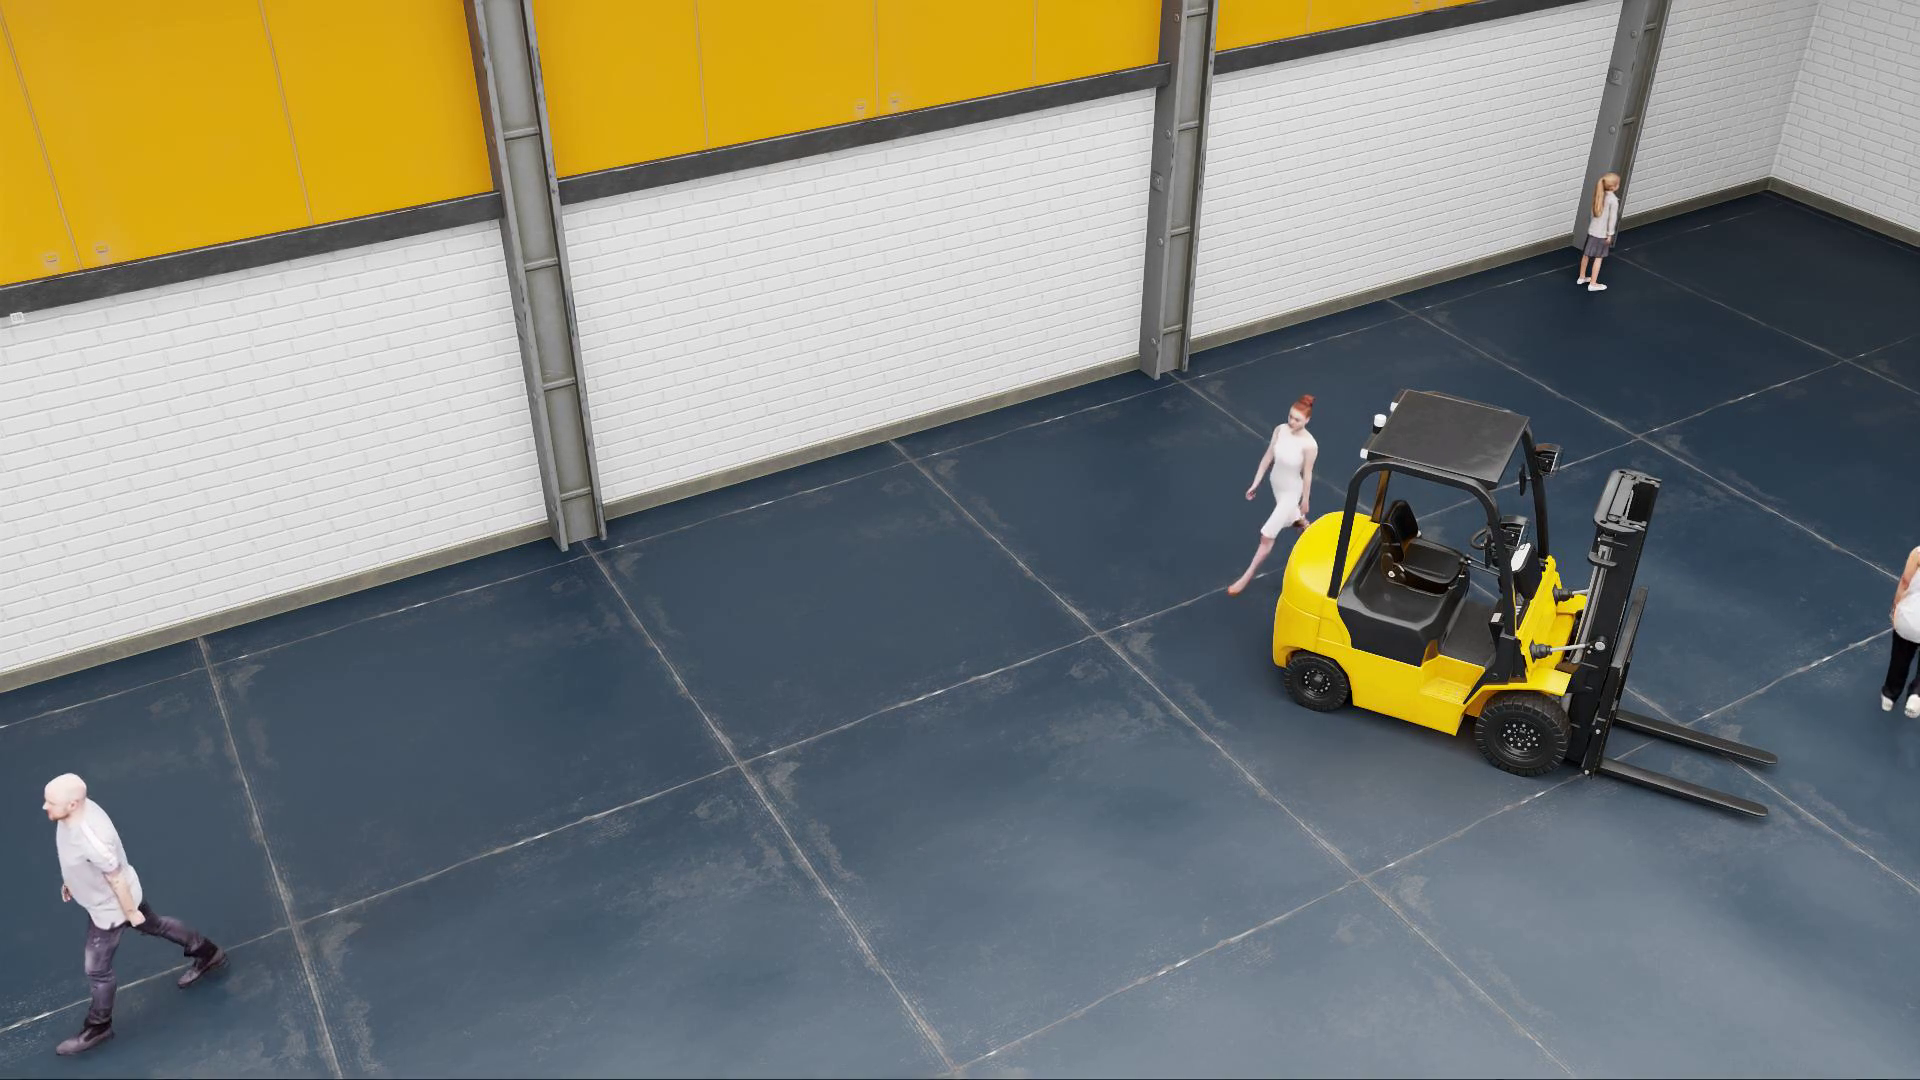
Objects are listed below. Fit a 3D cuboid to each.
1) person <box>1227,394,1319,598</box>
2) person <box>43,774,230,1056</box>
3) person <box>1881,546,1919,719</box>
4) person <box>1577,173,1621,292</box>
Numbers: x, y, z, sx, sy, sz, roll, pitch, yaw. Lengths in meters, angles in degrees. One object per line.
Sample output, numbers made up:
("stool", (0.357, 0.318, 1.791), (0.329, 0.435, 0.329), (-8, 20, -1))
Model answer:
("person", (2.602, -0.347, 12.845), (1.148, 1.722, 0.612), (-16, 37, -22))
("person", (-4.648, 1.970, 9.300), (1.221, 1.789, 0.705), (-21, 39, -28))
("person", (6.726, 0.554, 11.532), (0.824, 1.676, 0.874), (20, 38, 27))
("person", (6.808, -3.295, 17.685), (0.561, 1.275, 0.537), (-11, 35, -16))
